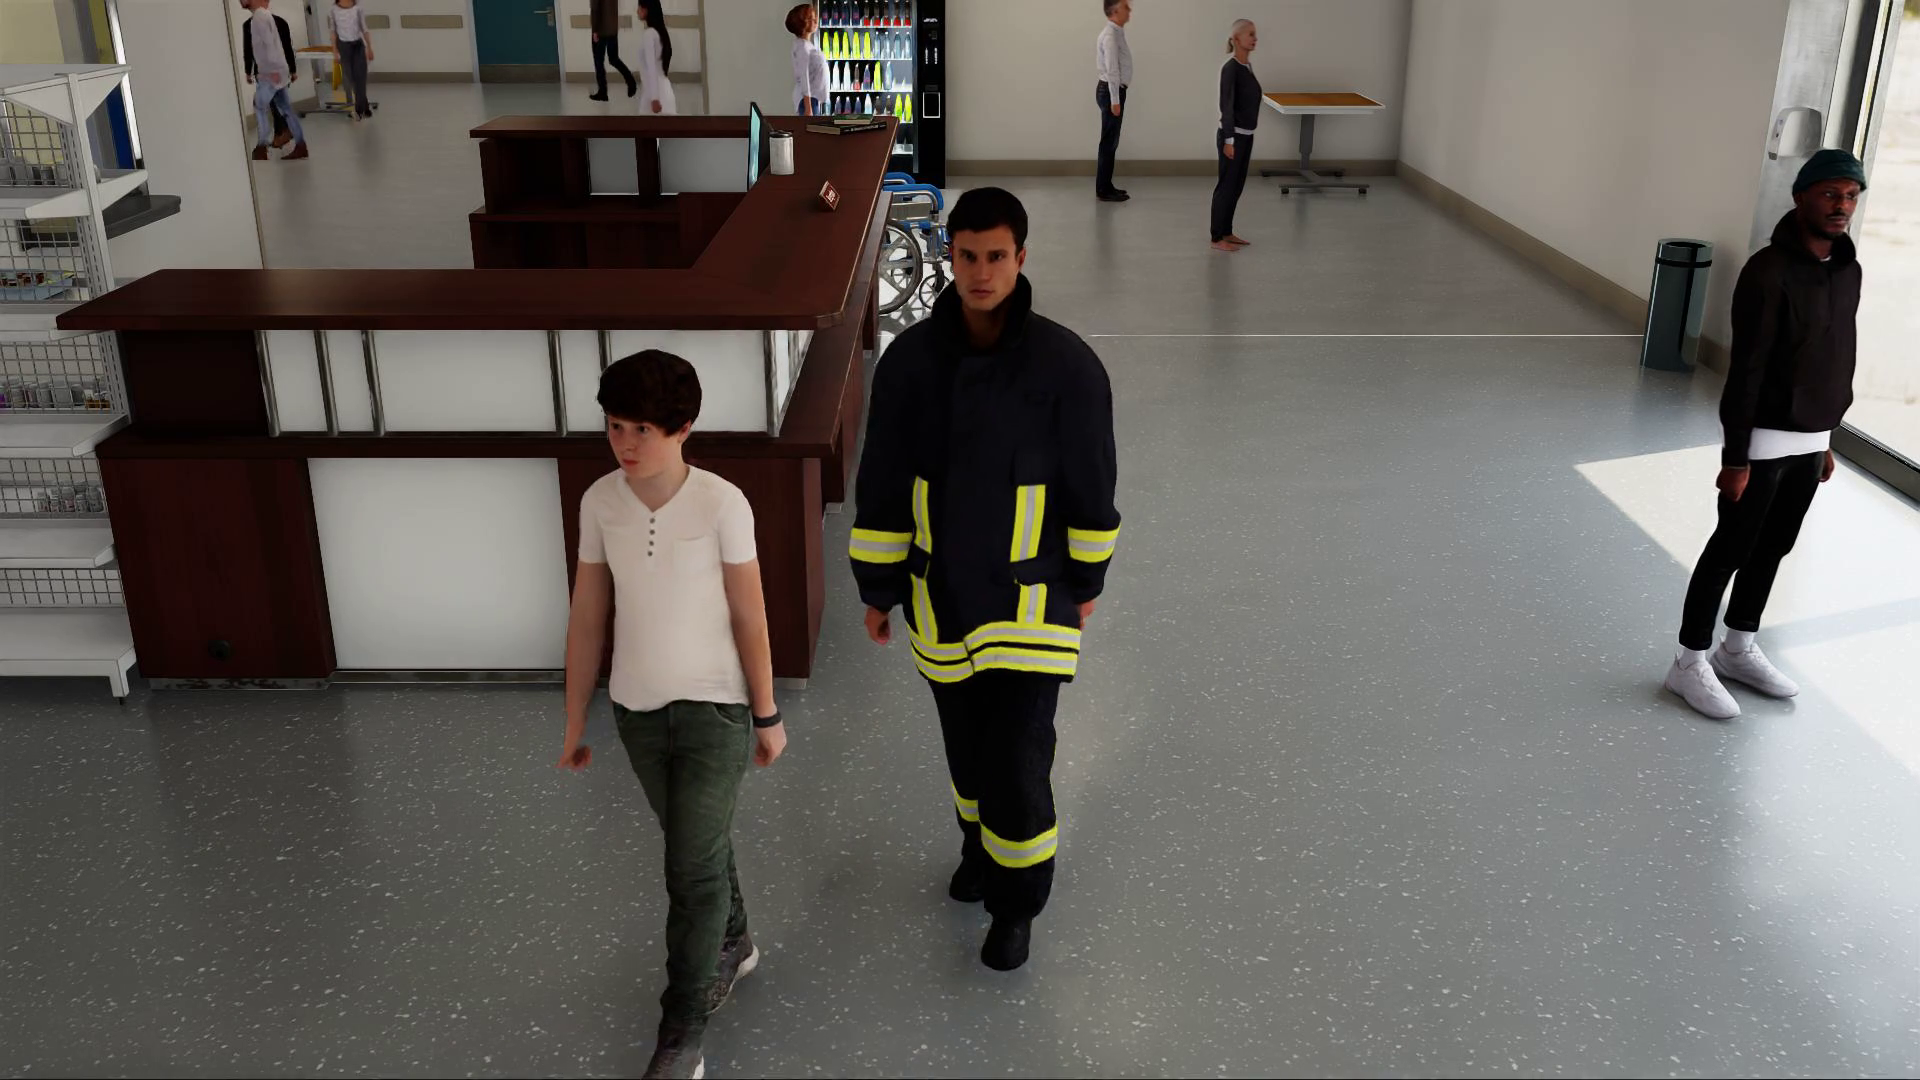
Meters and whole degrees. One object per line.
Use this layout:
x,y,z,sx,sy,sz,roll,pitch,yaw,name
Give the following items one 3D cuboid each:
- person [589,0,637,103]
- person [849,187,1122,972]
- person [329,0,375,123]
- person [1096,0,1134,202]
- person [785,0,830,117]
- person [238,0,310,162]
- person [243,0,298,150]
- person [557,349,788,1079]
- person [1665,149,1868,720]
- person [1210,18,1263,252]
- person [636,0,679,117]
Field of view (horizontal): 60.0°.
-4.771,-6.924,22.653,1.095,1.871,0.942,11,24,27,person
0.092,0.054,4.179,0.926,1.906,0.976,7,22,17,person
-7.451,-5.983,20.441,1.082,1.679,0.756,-3,21,-7,person
1.374,-4.006,15.021,0.573,1.820,0.656,1,21,4,person
-1.407,-4.005,15.172,0.583,1.711,0.638,0,21,-1,person
-7.035,-4.835,17.237,1.012,1.801,0.857,-7,22,-18,person
-7.516,-5.142,18.216,1.012,1.682,0.699,0,21,1,person
-0.589,0.364,3.755,0.961,1.628,0.846,6,22,16,person
2.616,-0.338,5.342,0.683,1.816,0.816,-11,23,-27,person
2.132,-3.144,12.878,0.676,1.726,0.690,10,23,25,person
-2.606,-3.918,14.868,1.215,1.765,0.790,4,21,10,person
